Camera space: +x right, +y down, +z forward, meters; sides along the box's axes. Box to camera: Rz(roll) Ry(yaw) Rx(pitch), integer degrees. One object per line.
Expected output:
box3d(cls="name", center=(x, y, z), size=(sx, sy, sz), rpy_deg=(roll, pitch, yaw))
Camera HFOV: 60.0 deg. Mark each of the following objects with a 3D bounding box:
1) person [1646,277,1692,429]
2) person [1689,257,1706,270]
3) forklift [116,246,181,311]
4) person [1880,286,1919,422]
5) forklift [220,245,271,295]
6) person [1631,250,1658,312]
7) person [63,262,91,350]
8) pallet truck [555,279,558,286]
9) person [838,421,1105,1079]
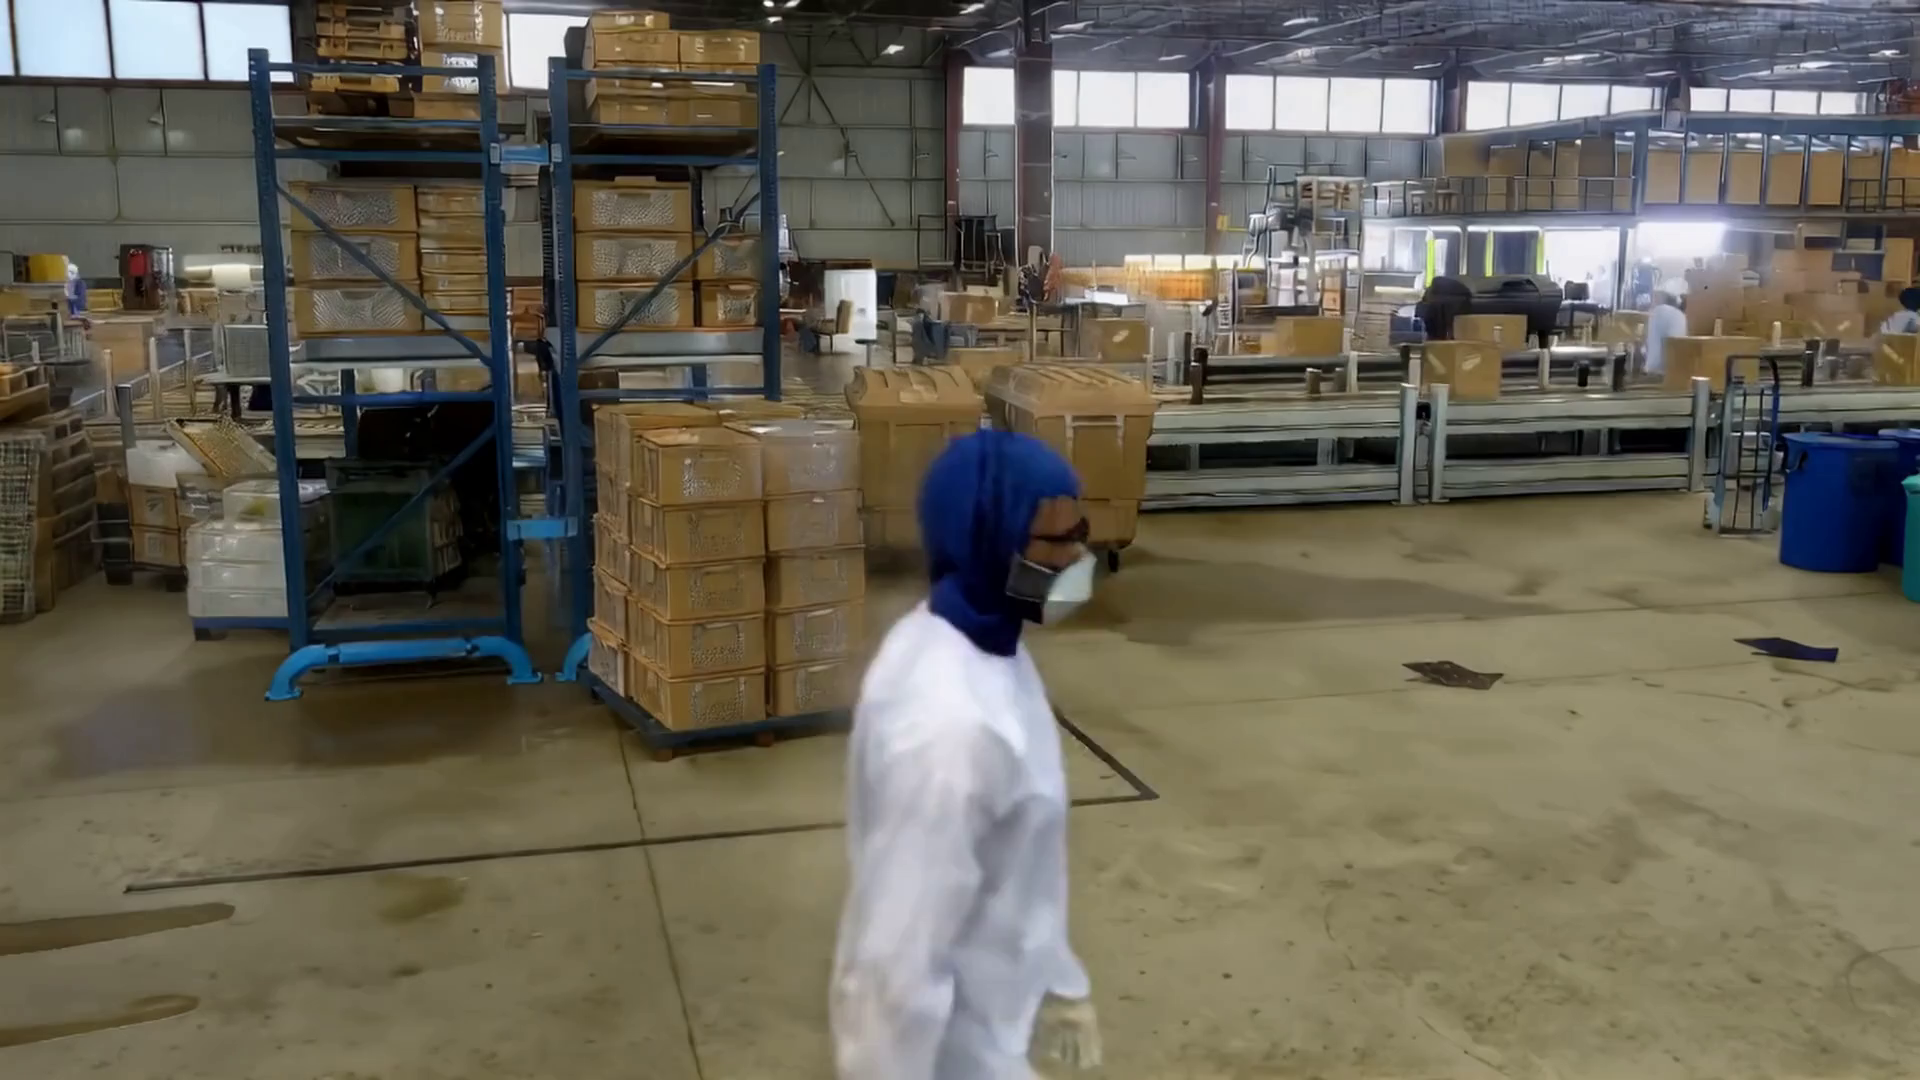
box3d(cls="person", center=(7.271, -1.780, 17.050), size=(0.462, 1.817, 0.601), rpy_deg=(-2, 10, -14))
box3d(cls="person", center=(19.775, -6.666, 44.657), size=(0.589, 1.844, 0.964), rpy_deg=(-1, 10, -5))
box3d(cls="forklift", center=(-19.966, -6.232, 40.894), size=(1.157, 1.987, 2.680), rpy_deg=(-3, 10, -15))
box3d(cls="person", center=(10.633, -1.990, 18.597), size=(0.655, 1.671, 0.558), rpy_deg=(-2, 10, -12))
box3d(cls="forklift", center=(-17.749, -6.334, 41.440), size=(1.157, 1.987, 2.680), rpy_deg=(-3, 10, -17))
box3d(cls="person", center=(17.007, -6.187, 41.397), size=(0.610, 2.036, 0.411), rpy_deg=(1, 10, 3))
box3d(cls="person", center=(-17.950, -4.748, 33.891), size=(0.599, 1.808, 0.812), rpy_deg=(4, 11, 22))
box3d(cls="pallet truck", center=(-10.604, -6.375, 44.520), size=(0.653, 1.274, 1.630), rpy_deg=(-3, 10, -15))
box3d(cls="person", center=(0.028, 0.762, 2.458), size=(1.020, 1.884, 0.649), rpy_deg=(0, 10, 0))
